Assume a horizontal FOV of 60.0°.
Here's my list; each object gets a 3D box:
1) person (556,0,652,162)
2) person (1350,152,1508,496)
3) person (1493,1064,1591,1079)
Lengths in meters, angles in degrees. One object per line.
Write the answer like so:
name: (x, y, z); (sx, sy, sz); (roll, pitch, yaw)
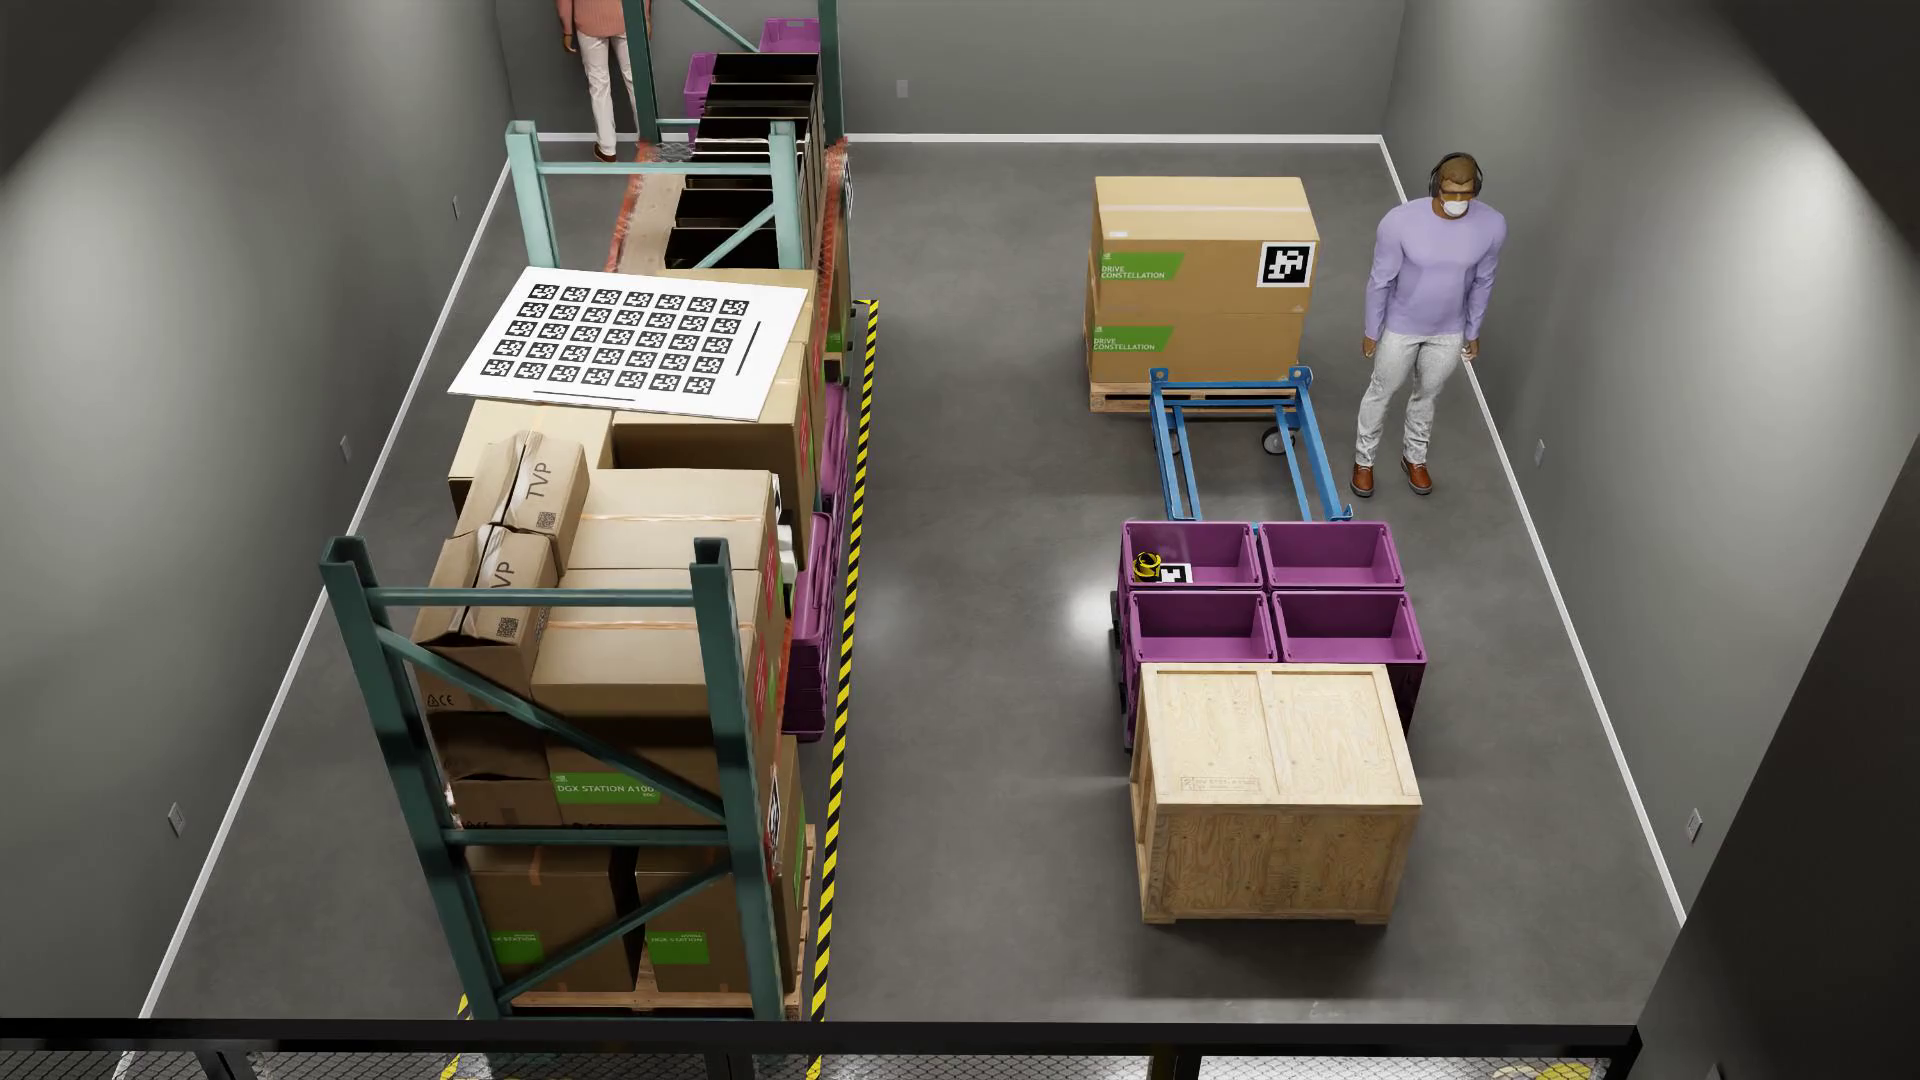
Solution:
person: (-2.342, -3.434, 10.988); (0.625, 1.992, 0.389); (-16, 44, -17)
person: (2.319, -1.062, 8.325); (0.629, 1.940, 0.372); (-2, 41, -2)
person: (1.600, 2.071, 4.831); (0.404, 1.833, 0.590); (5, 41, 5)
